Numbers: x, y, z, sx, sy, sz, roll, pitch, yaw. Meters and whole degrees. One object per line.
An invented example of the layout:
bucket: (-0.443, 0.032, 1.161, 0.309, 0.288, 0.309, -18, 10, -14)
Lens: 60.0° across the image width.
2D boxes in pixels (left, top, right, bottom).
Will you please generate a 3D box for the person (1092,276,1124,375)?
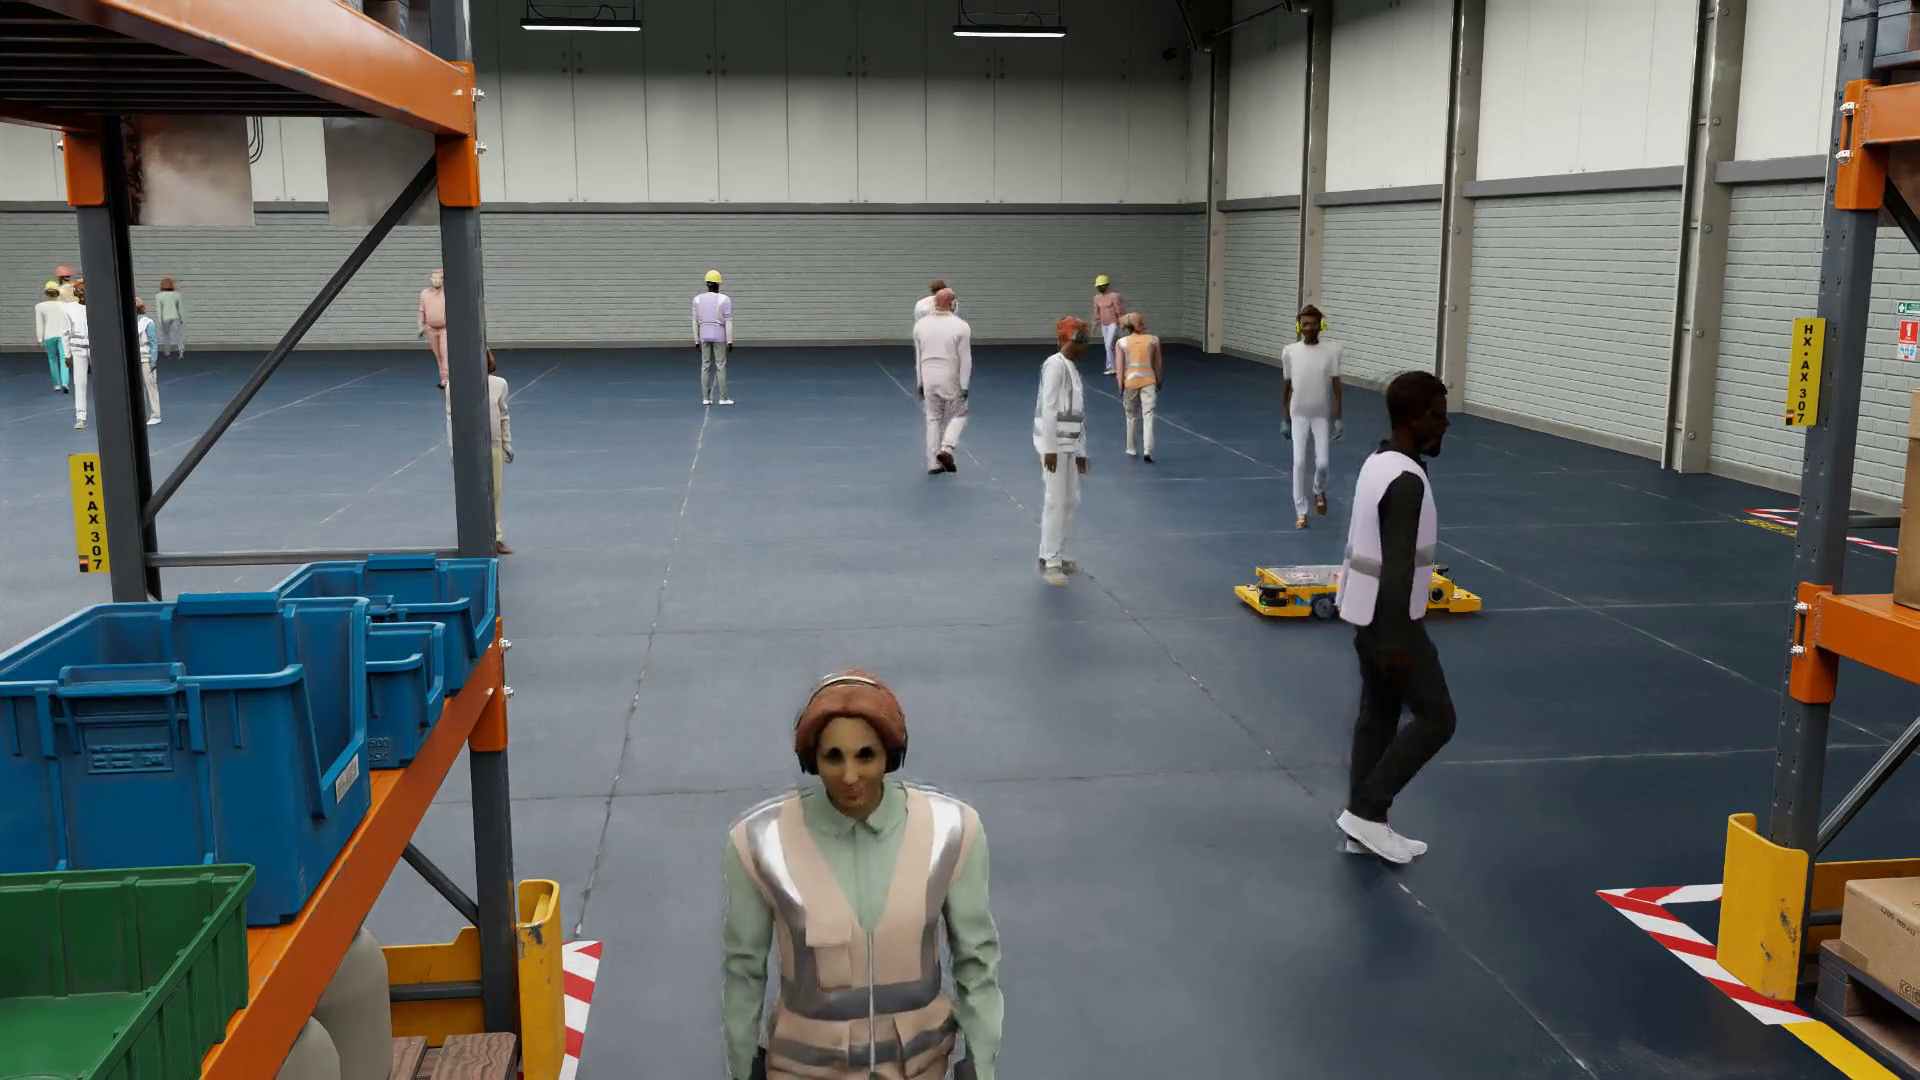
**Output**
person: (2.530, -3.713, 28.856, 0.547, 1.722, 0.716, 10, 14, 42)

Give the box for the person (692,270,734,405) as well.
person: (-3.530, -2.887, 23.808, 0.589, 1.927, 0.387, 3, 11, 14)

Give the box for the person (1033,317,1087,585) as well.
person: (0.686, -0.627, 11.659, 0.370, 1.854, 0.680, 4, 11, 20)

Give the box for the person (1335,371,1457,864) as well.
person: (1.670, 0.308, 6.353, 0.458, 1.903, 0.628, 1, 10, 5)

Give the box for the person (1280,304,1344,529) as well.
person: (2.932, -1.034, 13.845, 0.541, 1.854, 0.530, 2, 11, 13)

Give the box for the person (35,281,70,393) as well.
person: (-13.995, -3.145, 25.778, 0.539, 1.730, 0.887, -5, 11, -25)

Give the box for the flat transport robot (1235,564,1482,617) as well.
flat transport robot: (2.570, 0.315, 10.798, 1.431, 0.197, 0.652, -1, 10, -7)

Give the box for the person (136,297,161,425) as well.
person: (-10.504, -2.288, 21.322, 0.523, 1.636, 0.310, 4, 11, 20)

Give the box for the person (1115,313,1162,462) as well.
person: (1.938, -1.659, 17.983, 0.523, 1.596, 0.829, 0, 10, 1)

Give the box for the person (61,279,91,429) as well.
person: (-10.963, -2.338, 20.921, 0.573, 1.883, 0.356, -4, 11, -21)

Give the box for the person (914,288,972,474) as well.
person: (-0.160, -1.597, 16.854, 0.651, 1.893, 0.443, 5, 11, 25)

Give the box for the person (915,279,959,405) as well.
person: (-0.317, -2.775, 23.522, 0.638, 1.796, 0.922, 1, 10, 5)

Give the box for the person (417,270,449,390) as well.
person: (-8.238, -3.304, 26.235, 0.639, 1.868, 0.962, 1, 10, 6)

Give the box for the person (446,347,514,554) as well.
person: (-3.610, -0.682, 12.529, 0.507, 1.631, 0.266, -9, 14, -42)

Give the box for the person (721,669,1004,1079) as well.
person: (-0.172, 1.046, 3.119, 0.513, 1.614, 0.639, -3, 11, -14)

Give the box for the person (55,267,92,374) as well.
person: (-15.661, -3.862, 29.298, 1.013, 1.885, 0.562, 7, 13, 35)

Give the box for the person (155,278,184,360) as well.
person: (-15.508, -4.344, 32.691, 0.504, 1.606, 0.799, -9, 13, -39)
